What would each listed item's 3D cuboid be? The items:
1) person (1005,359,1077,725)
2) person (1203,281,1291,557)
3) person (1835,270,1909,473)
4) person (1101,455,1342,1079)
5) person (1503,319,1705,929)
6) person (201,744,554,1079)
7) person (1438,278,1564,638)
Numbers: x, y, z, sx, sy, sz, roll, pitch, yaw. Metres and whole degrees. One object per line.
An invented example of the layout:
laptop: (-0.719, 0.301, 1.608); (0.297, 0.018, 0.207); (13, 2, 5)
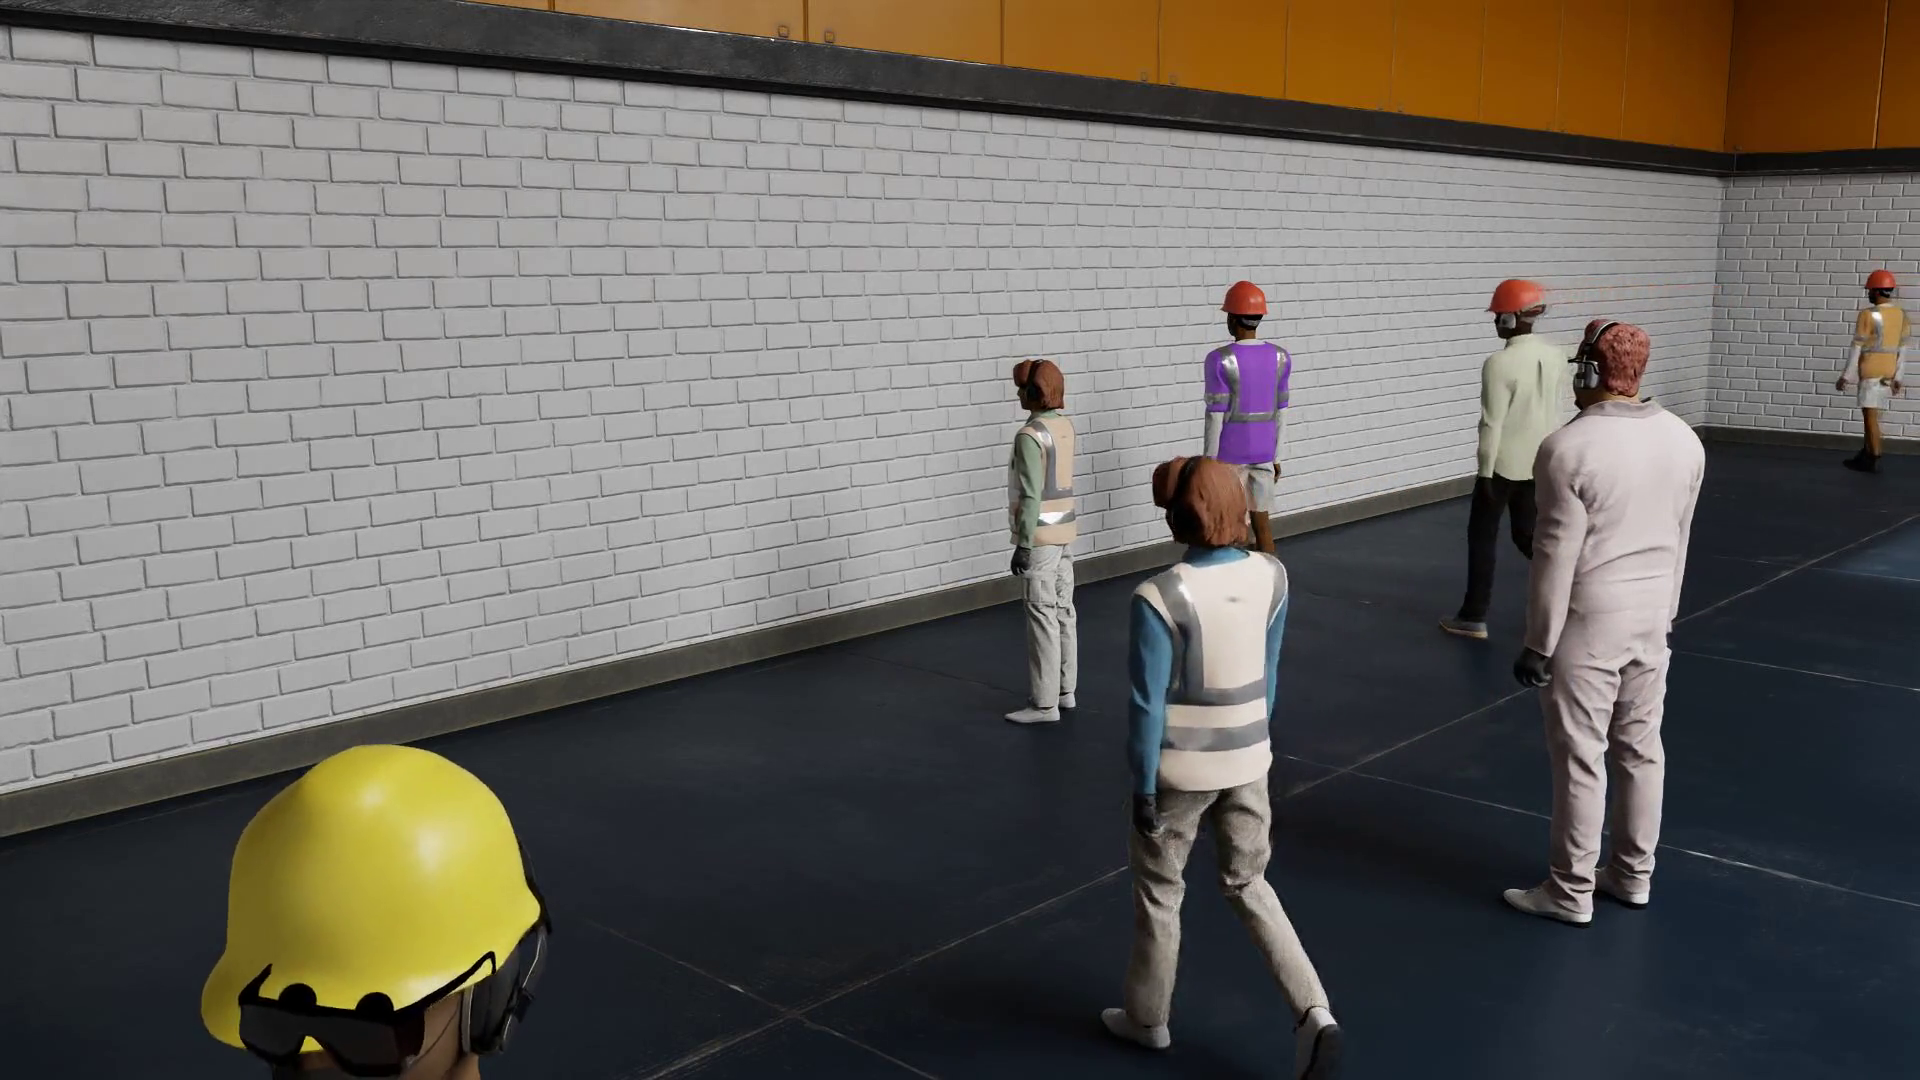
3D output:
person: (0.370, 0.010, 7.468); (0.311, 1.638, 0.523); (4, 11, 24)
person: (1.597, -0.489, 9.447); (0.545, 1.942, 0.354); (-5, 11, -24)
person: (8.670, -1.605, 15.882); (0.562, 1.931, 0.542); (-4, 11, -24)
person: (0.649, 0.590, 4.201); (0.518, 1.616, 0.686); (-6, 12, -30)
person: (2.001, 0.265, 5.253); (0.643, 1.910, 0.400); (-5, 11, -26)
person: (-0.433, 1.018, 1.369); (0.523, 1.768, 0.318); (2, 10, 13)
person: (2.999, -0.404, 8.870); (0.628, 1.971, 0.828); (-6, 12, -32)
